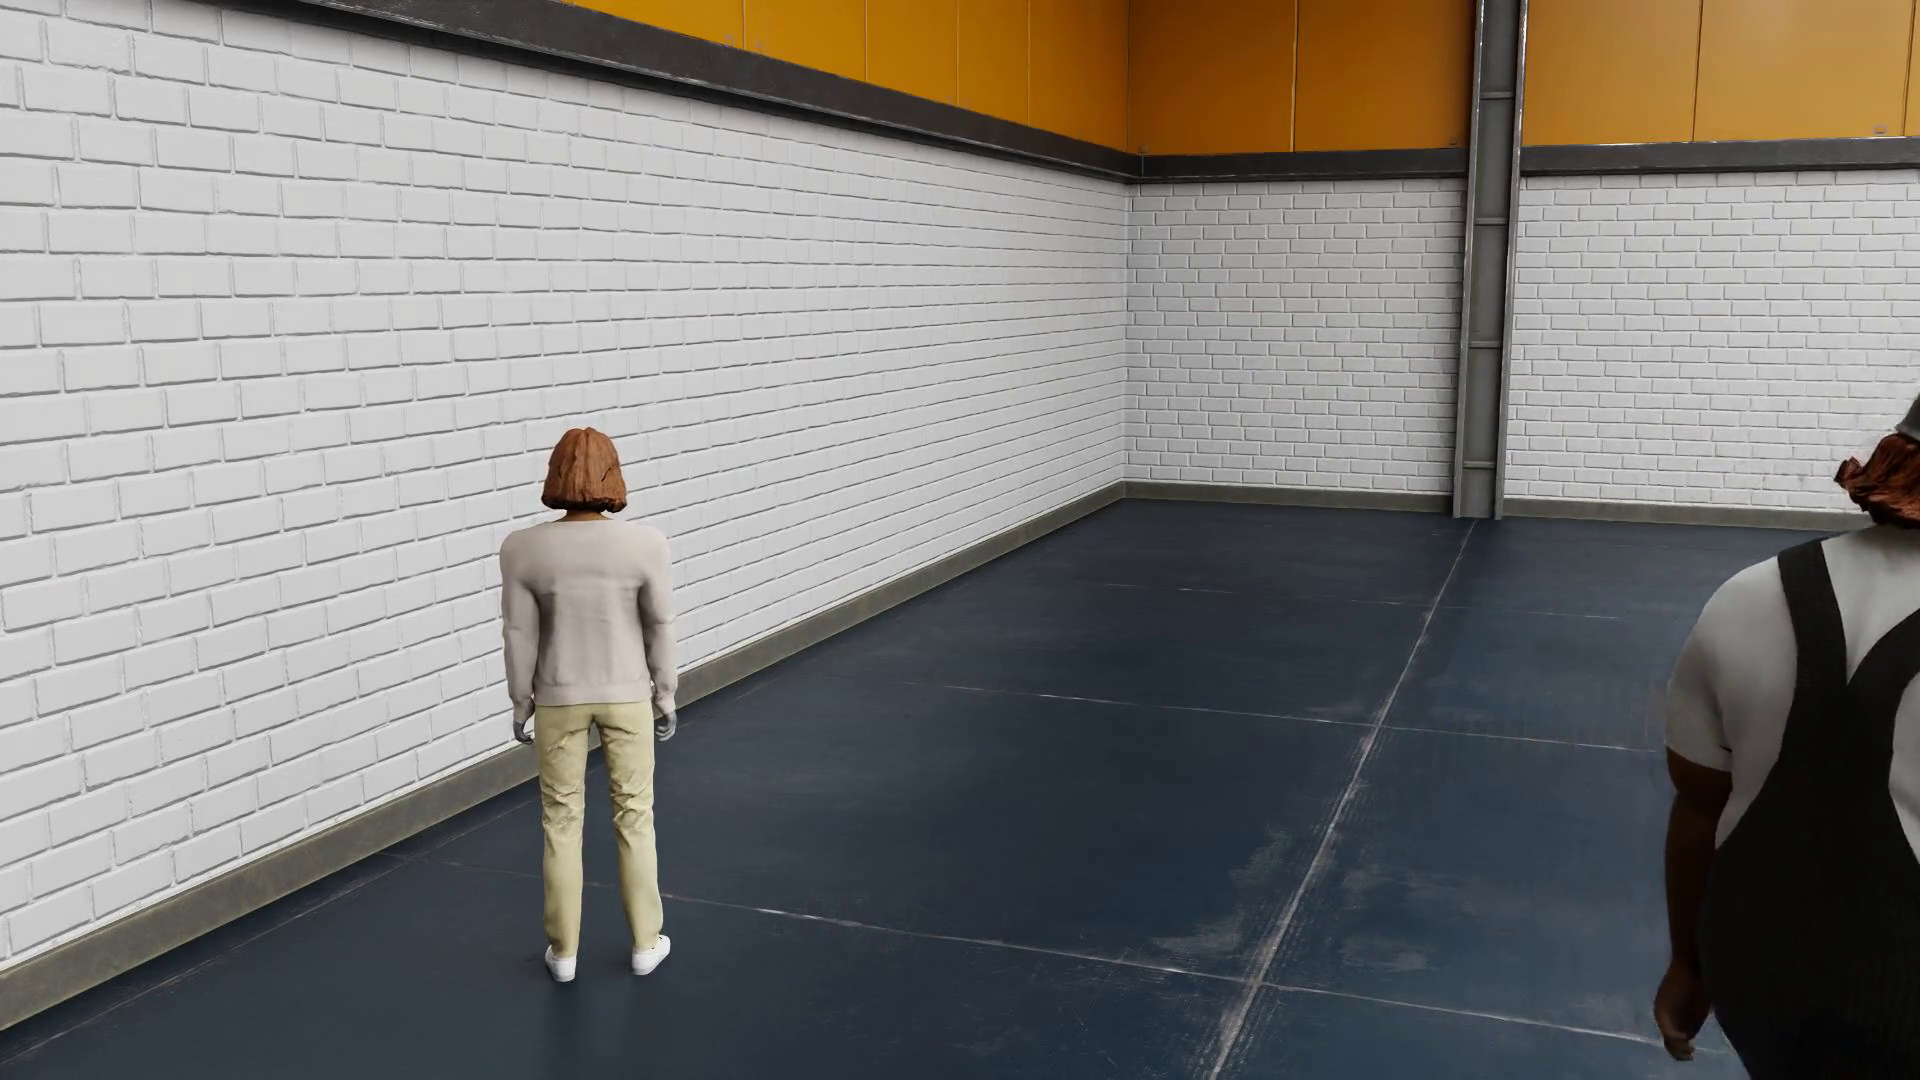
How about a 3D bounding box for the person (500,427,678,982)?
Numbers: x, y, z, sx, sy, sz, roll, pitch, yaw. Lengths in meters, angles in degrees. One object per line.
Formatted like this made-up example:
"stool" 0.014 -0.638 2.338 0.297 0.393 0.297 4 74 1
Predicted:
"person" -1.077 0.486 4.884 0.500 1.633 0.282 -1 9 -9
